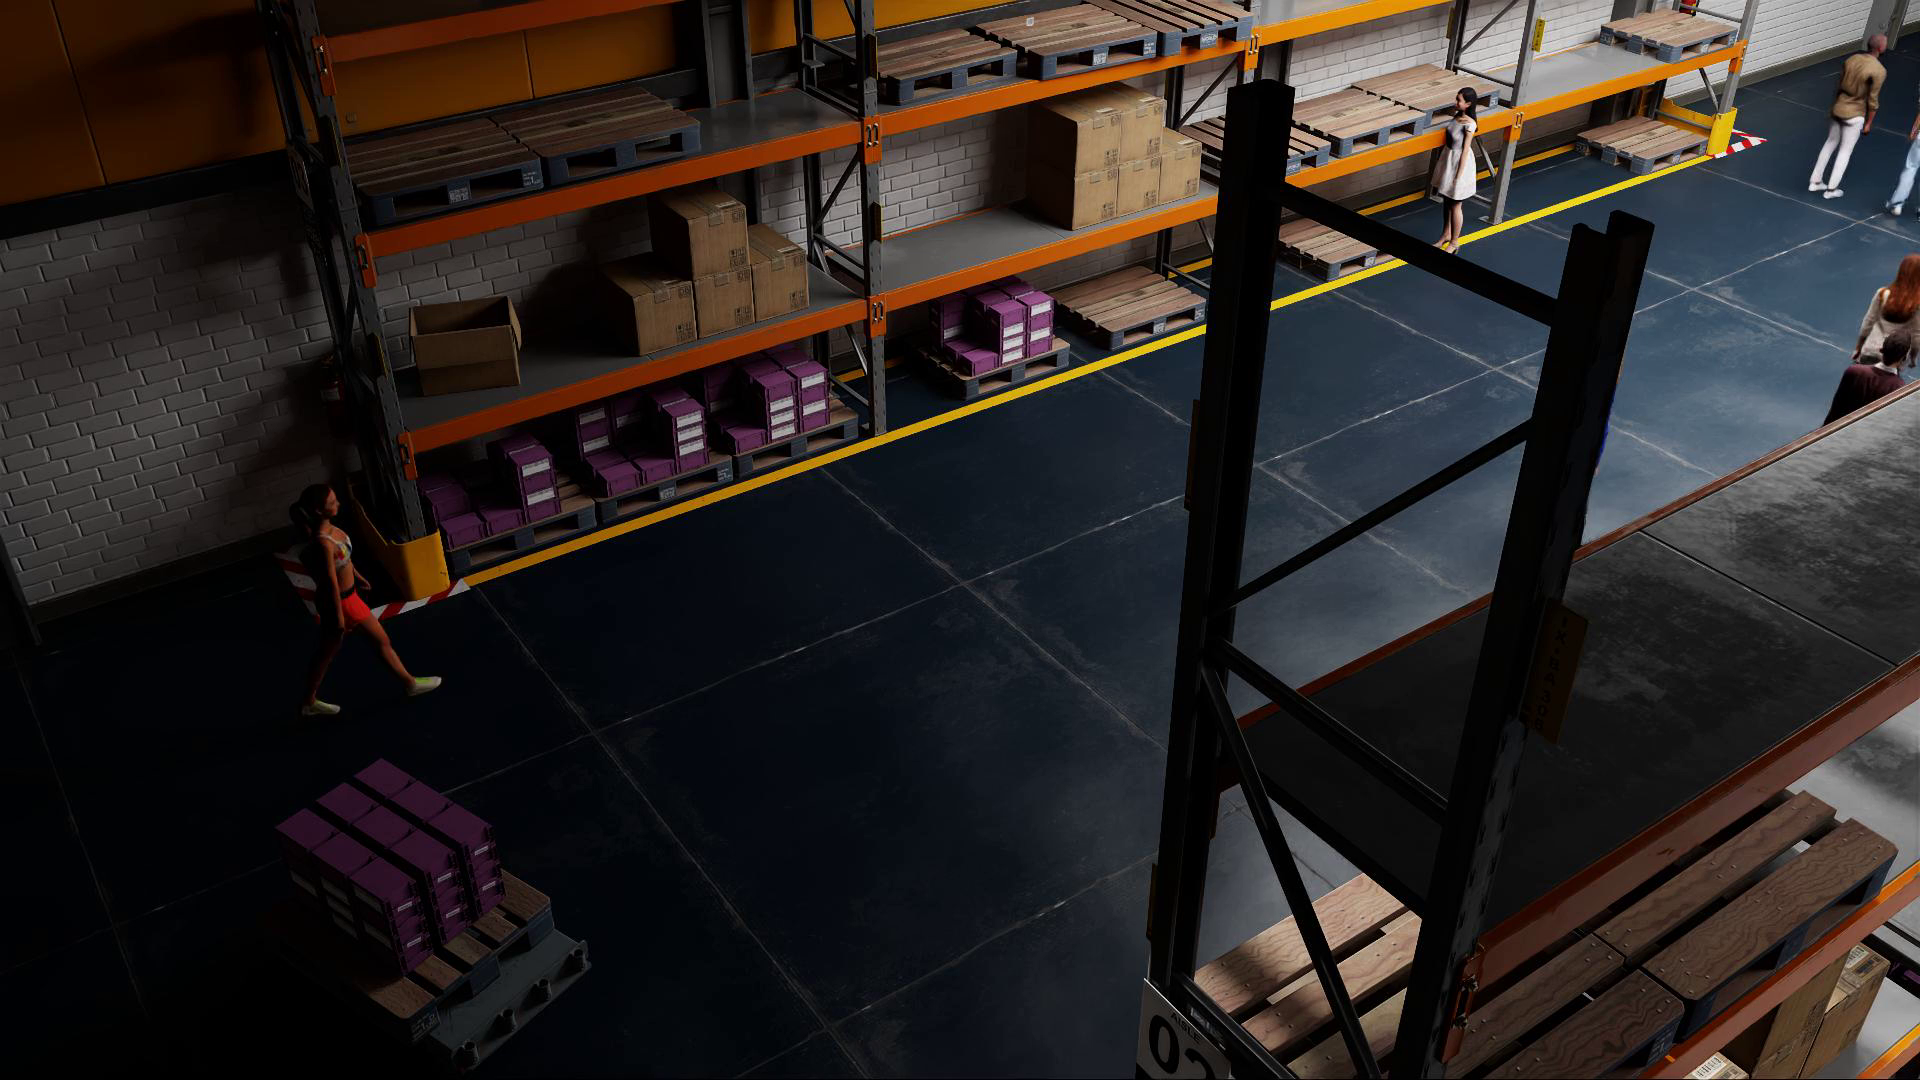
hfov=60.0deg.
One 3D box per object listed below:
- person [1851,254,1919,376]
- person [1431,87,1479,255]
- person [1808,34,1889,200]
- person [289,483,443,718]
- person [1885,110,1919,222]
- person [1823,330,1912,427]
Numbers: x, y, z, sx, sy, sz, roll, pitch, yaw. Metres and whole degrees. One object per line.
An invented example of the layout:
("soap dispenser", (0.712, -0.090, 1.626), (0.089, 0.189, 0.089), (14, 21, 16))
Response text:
("person", (7.574, -1.497, 13.688), (0.763, 1.691, 0.663), (-28, 43, -35))
("person", (5.076, -3.770, 17.037), (0.799, 1.769, 0.776), (-3, 34, -4))
("person", (9.800, -4.679, 18.362), (0.703, 1.816, 0.781), (-11, 35, -16))
("person", (-4.089, 0.435, 10.735), (1.168, 1.743, 0.635), (-17, 37, -24))
("person", (10.436, -4.327, 17.800), (0.809, 1.851, 0.833), (7, 34, 10))
("person", (6.596, -0.673, 12.306), (1.040, 1.849, 0.774), (-27, 42, -34))
